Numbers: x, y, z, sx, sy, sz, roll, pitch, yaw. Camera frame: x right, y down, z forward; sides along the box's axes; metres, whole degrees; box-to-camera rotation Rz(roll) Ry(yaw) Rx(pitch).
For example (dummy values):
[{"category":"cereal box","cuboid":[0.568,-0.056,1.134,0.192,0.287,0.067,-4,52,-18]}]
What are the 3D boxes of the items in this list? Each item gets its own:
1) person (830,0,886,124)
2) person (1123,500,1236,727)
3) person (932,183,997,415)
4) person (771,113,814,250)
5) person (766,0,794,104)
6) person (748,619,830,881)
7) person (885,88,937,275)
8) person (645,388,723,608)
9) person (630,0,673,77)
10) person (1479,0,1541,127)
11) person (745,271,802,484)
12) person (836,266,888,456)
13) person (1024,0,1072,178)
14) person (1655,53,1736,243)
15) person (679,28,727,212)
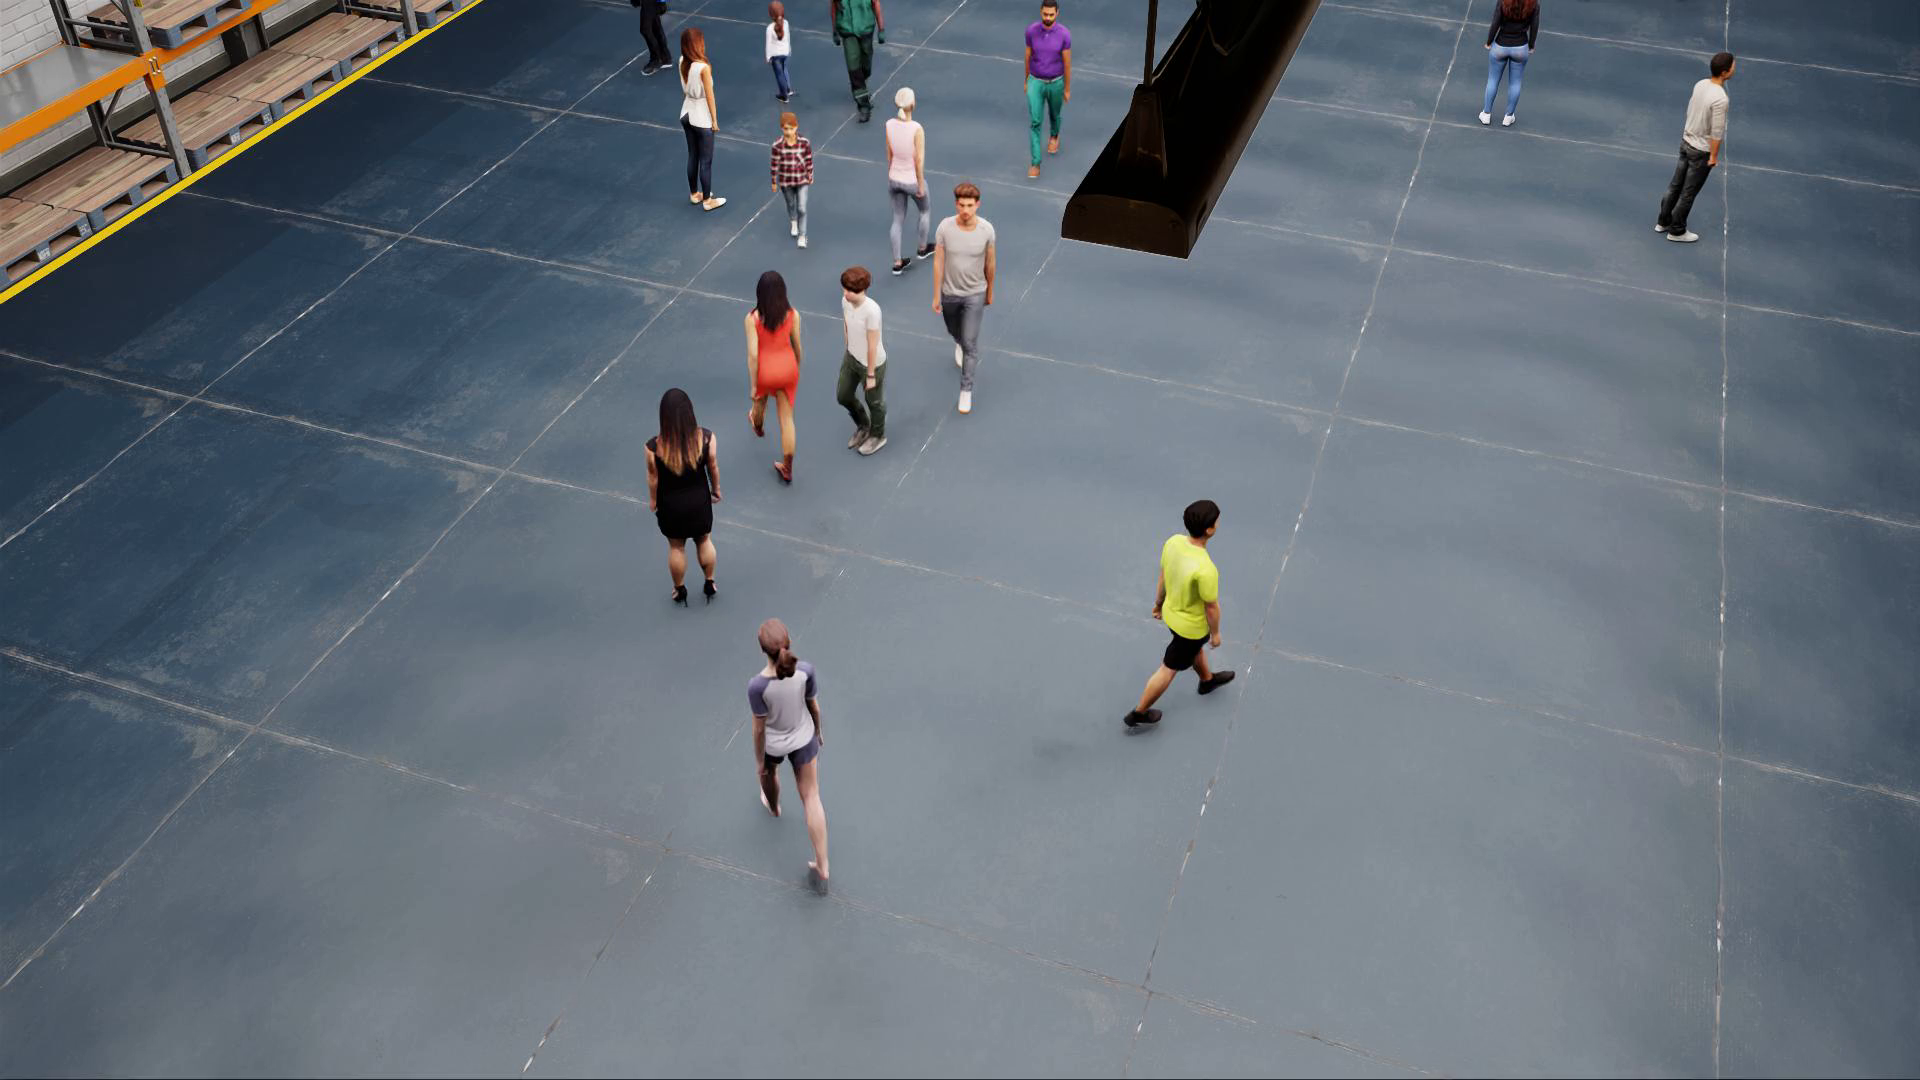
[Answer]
[{"category":"person","cuboid":[-1.098,-5.409,17.660,1.059,1.810,1.268,-4,39,-4]},{"category":"person","cuboid":[1.350,0.510,10.363,1.174,1.667,1.105,-17,42,-21]},{"category":"person","cuboid":[0.020,-2.041,13.400,0.856,1.864,1.273,4,39,5]},{"category":"person","cuboid":[-1.563,-3.403,15.579,0.771,1.271,0.965,-3,39,-3]},{"category":"person","cuboid":[-1.929,-5.301,18.089,0.590,1.105,0.512,32,48,33]},{"category":"person","cuboid":[-0.954,1.204,9.445,1.048,1.728,1.149,-14,41,-17]},{"category":"person","cuboid":[-0.517,-3.183,14.956,0.615,1.705,0.850,17,42,20]},{"category":"person","cuboid":[-1.861,-0.256,11.289,0.747,1.708,0.800,-14,41,-17]},{"category":"person","cuboid":[-3.373,-6.106,18.555,0.853,1.781,0.803,-25,45,-28]},{"category":"person","cuboid":[5.797,-5.185,17.521,0.656,1.633,0.569,10,40,12]},{"category":"person","cuboid":[-1.353,-1.179,12.468,1.031,1.679,1.132,-15,41,-18]},{"category":"person","cuboid":[-0.669,-1.397,12.772,0.671,1.641,0.719,28,46,31]},{"category":"person","cuboid":[0.895,-4.609,16.729,0.806,1.721,1.235,6,39,7]},{"category":"person","cuboid":[6.858,-3.660,15.467,0.799,1.812,0.676,-7,39,-9]},{"category":"person","cuboid":[-2.527,-4.035,15.960,0.640,1.784,0.633,29,47,31]}]
